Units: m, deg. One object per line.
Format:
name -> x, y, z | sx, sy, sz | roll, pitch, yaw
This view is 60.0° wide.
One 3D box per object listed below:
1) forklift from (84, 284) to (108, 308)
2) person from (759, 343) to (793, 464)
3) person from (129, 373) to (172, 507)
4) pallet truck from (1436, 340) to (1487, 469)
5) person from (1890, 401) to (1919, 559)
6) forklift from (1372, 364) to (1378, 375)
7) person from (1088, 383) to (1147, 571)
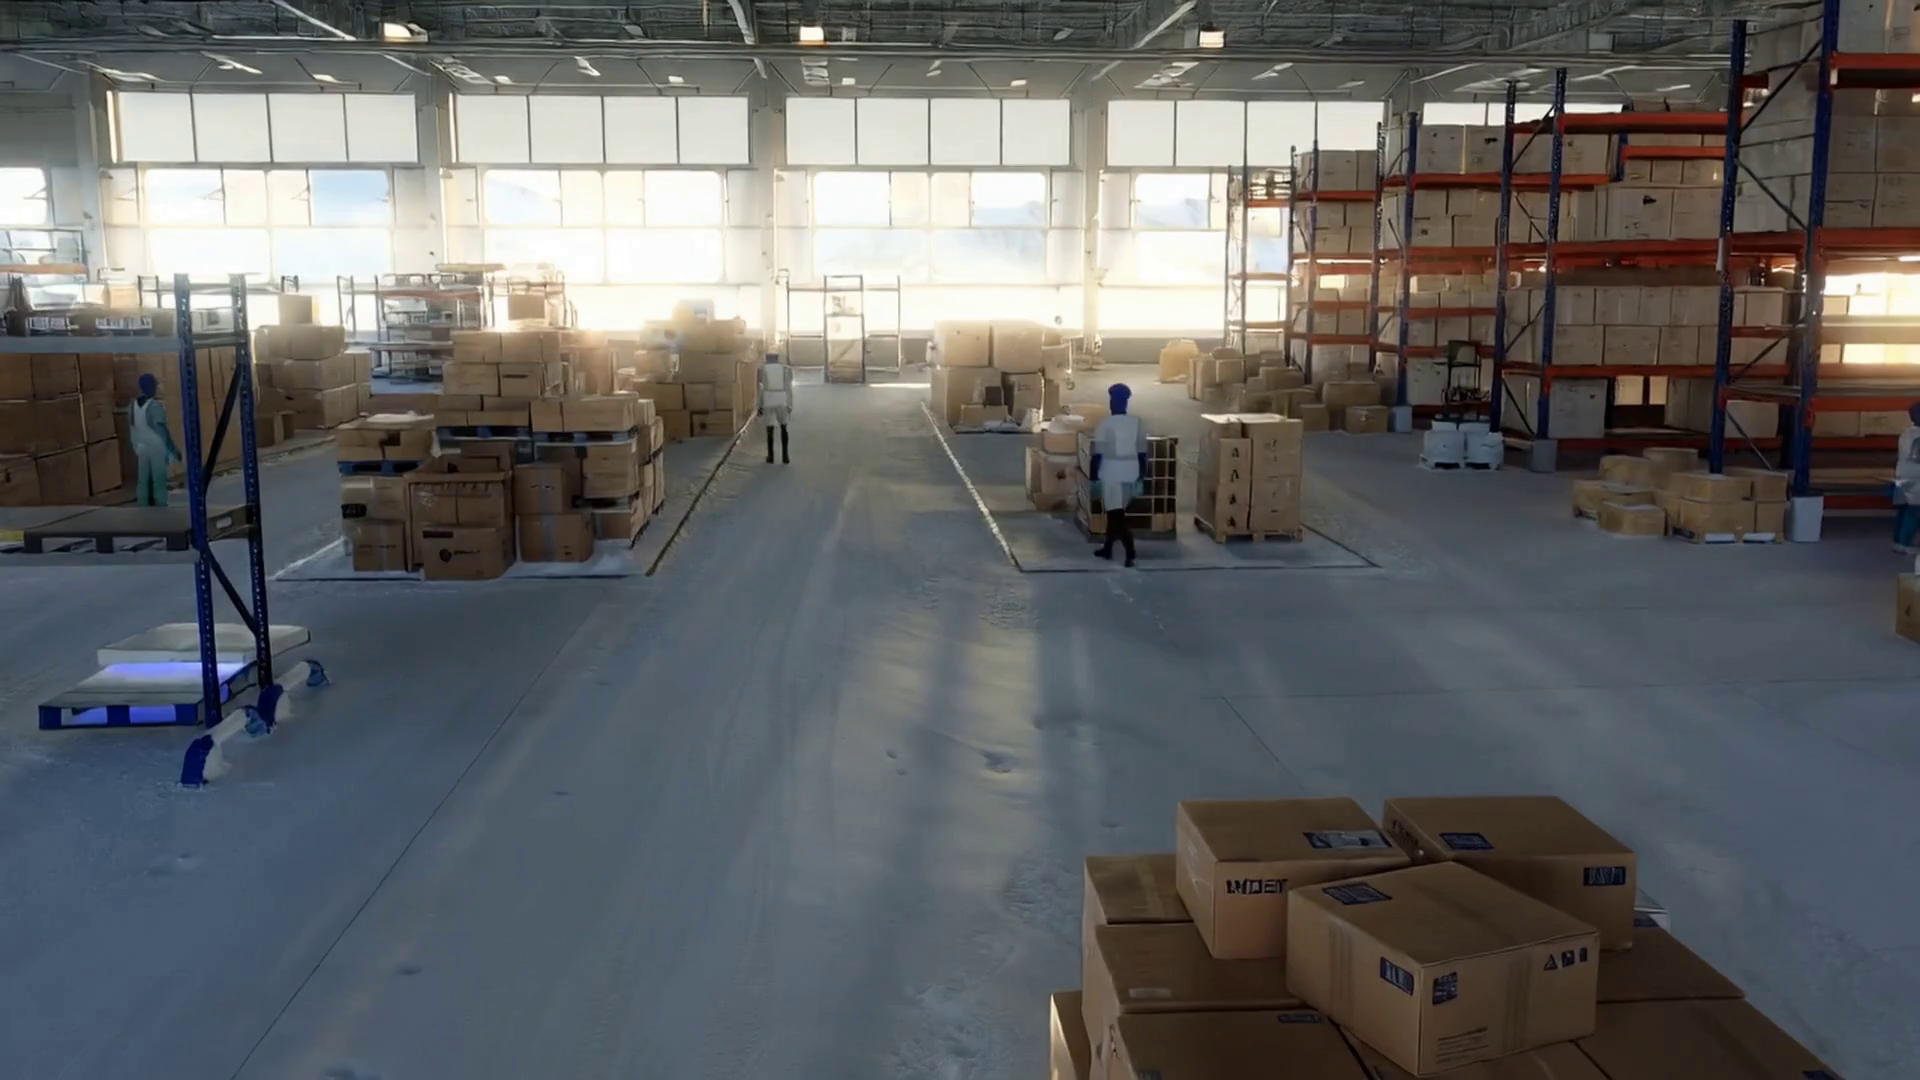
forklift -> -19.015, -4.250, 36.714 | 1.873, 2.768, 1.129 | -5, 10, -30
person -> -2.962, -2.193, 26.755 | 0.551, 1.934, 0.373 | -2, 9, -13
person -> -9.785, -1.094, 20.136 | 0.508, 1.844, 0.332 | 2, 9, 15
pallet truck -> 8.004, -2.170, 26.422 | 0.823, 1.965, 1.885 | 2, 9, 14
person -> 10.202, -0.645, 17.784 | 0.318, 1.697, 0.535 | 1, 9, 4
forklift -> 9.892, -4.110, 35.836 | 1.873, 2.768, 1.129 | -1, 9, -4
person -> 1.642, -0.658, 17.175 | 0.617, 1.923, 0.981 | -5, 10, -26
